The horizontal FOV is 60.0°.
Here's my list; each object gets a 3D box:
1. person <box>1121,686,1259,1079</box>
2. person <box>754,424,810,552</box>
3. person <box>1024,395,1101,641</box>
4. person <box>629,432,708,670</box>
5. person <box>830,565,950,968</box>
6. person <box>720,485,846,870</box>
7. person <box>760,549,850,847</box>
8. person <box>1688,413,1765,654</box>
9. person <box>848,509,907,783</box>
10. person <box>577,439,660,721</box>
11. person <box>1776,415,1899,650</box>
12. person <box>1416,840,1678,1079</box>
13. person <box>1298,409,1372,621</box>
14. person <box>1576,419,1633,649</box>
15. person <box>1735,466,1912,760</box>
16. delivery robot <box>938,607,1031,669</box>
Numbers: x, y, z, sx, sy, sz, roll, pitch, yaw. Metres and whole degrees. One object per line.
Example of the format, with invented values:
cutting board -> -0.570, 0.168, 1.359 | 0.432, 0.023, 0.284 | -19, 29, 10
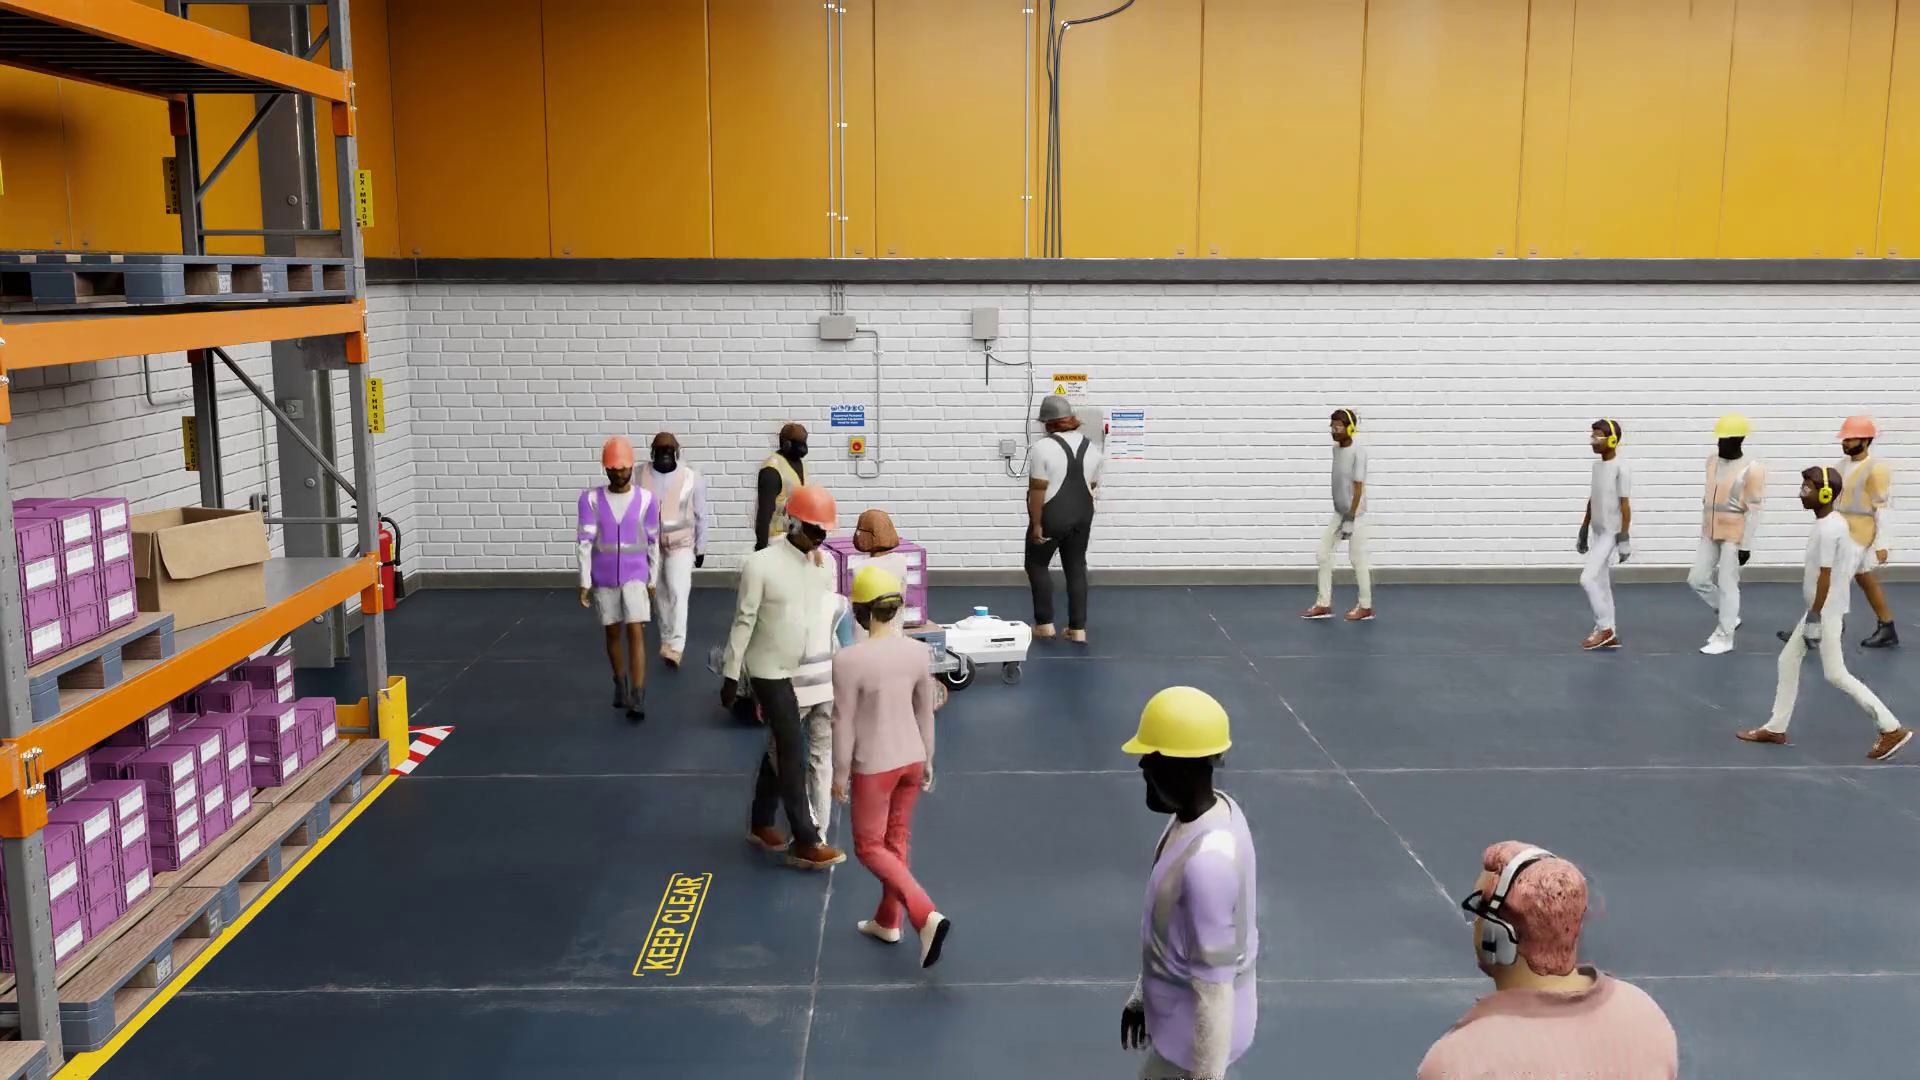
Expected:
person -> 0.564, 1.339, 4.626 | 0.522, 1.915, 0.602 | 2, 9, 12
person -> -1.474, -0.065, 13.648 | 0.674, 1.789, 0.634 | 3, 10, 16
person -> 0.807, -0.179, 13.523 | 0.709, 2.000, 0.579 | -5, 11, -28
person -> -2.270, 0.076, 12.719 | 0.627, 1.789, 0.966 | 0, 9, 1
person -> -0.265, 0.993, 7.238 | 0.533, 1.741, 0.670 | -9, 13, -43
person -> -0.809, 0.698, 8.478 | 0.904, 1.935, 0.673 | 8, 12, 39
person -> -0.805, 0.818, 8.673 | 0.537, 1.623, 0.360 | -5, 11, -30
person -> 6.007, -0.046, 13.063 | 0.410, 1.915, 0.597 | -3, 10, -16
person -> -0.490, 0.628, 9.808 | 0.281, 1.636, 0.500 | 5, 11, 29
person -> -2.289, 0.272, 11.208 | 0.550, 1.886, 0.977 | -2, 9, -10
person -> 7.086, -0.051, 13.222 | 1.015, 1.886, 0.564 | 0, 9, 0
person -> 1.191, 1.554, 3.363 | 0.659, 1.888, 0.721 | -5, 10, -27
person -> 3.246, -0.199, 14.246 | 0.775, 1.837, 0.553 | -3, 10, -19
person -> 5.076, -0.036, 13.217 | 0.507, 1.850, 0.558 | -1, 9, -4
person -> 5.455, 0.448, 10.363 | 0.930, 1.831, 0.519 | 4, 10, 25
delivery robot -> 0.157, 0.732, 12.192 | 0.707, 0.478, 0.477 | -2, 9, -13
